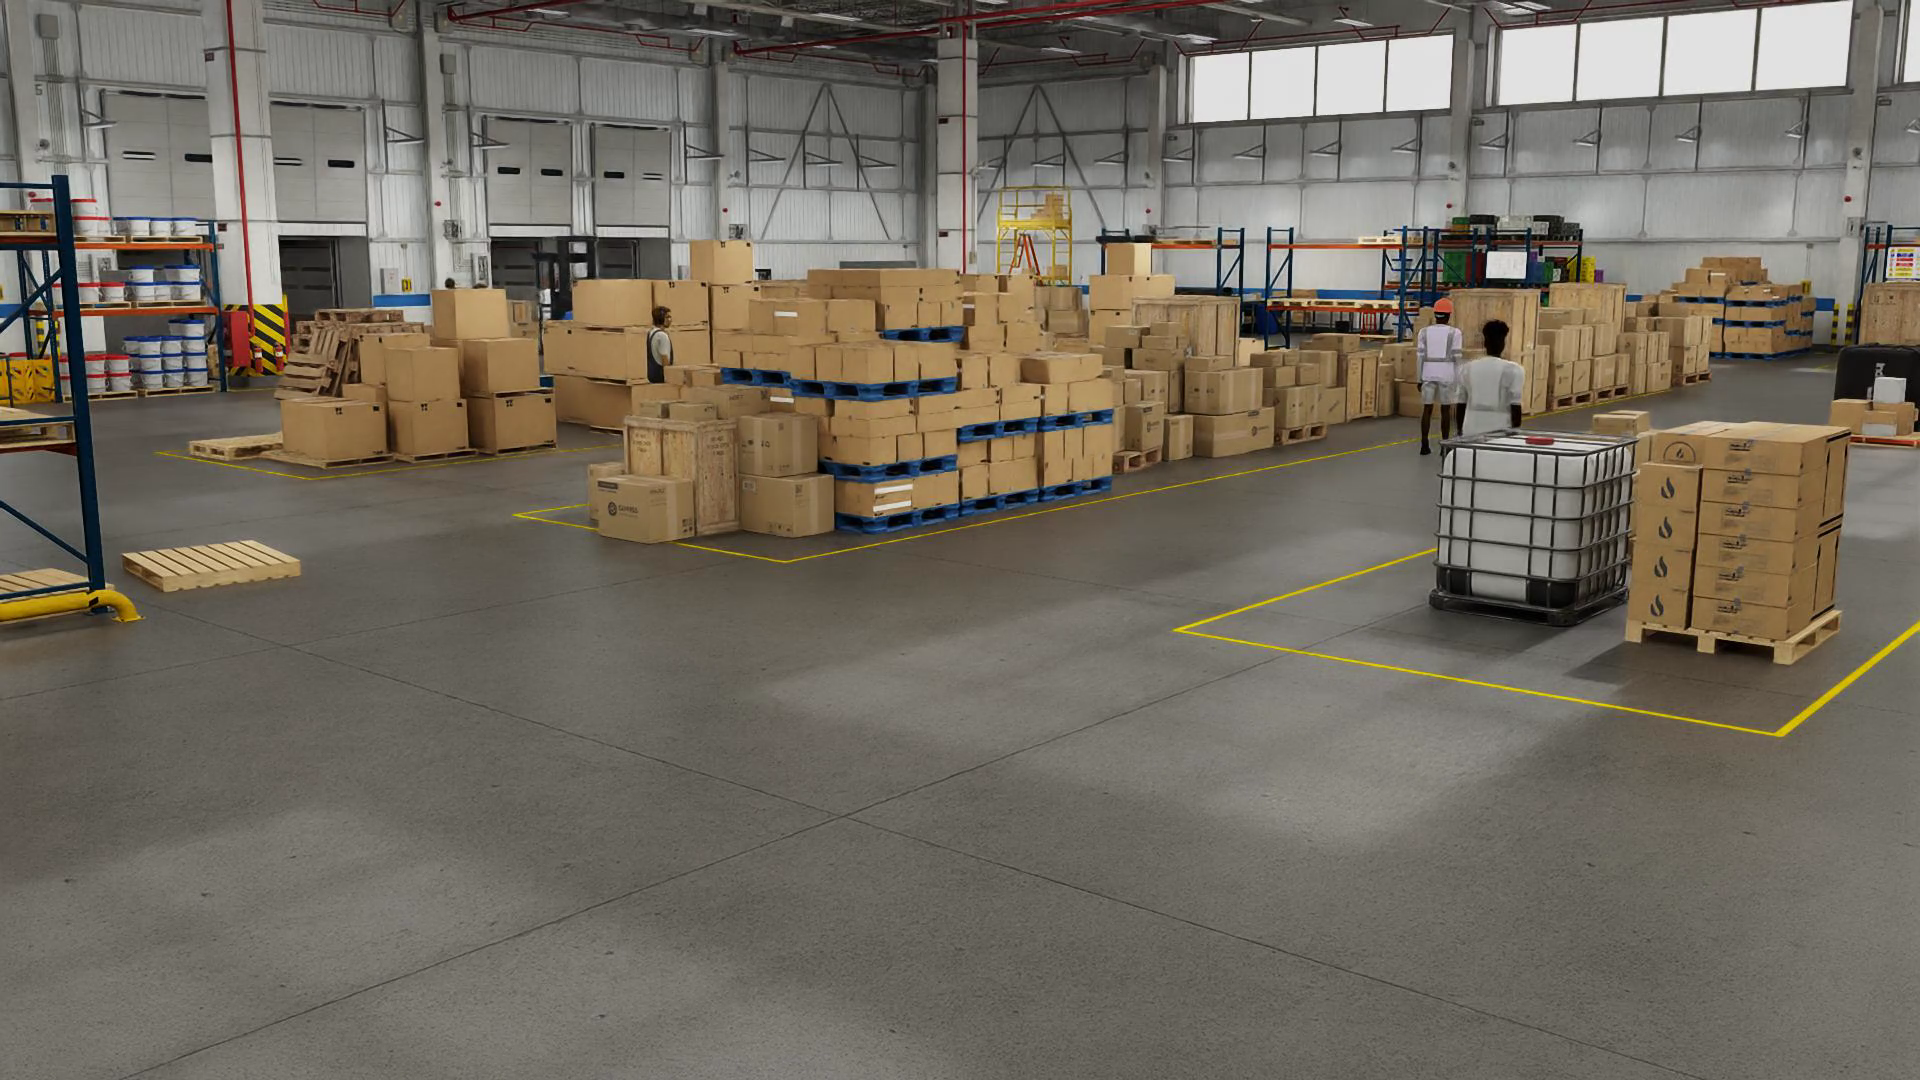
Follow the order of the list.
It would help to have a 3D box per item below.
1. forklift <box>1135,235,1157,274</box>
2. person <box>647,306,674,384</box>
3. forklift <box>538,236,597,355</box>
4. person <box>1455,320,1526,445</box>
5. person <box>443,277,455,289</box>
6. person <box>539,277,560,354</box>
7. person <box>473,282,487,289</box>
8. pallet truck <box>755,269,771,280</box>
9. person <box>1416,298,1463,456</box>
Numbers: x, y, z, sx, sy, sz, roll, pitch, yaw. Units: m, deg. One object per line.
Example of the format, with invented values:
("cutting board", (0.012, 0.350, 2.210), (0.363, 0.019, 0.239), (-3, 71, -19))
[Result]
("forklift", (4.196, -5.547, 37.973), (1.873, 2.768, 1.129), (2, 10, 14))
("person", (-3.668, -1.953, 20.462), (0.329, 1.842, 0.517), (-6, 12, -31))
("forklift", (-8.868, -5.681, 38.740), (1.873, 2.768, 1.129), (8, 13, 40))
("person", (4.591, -0.927, 14.357), (0.632, 1.928, 0.823), (8, 13, 38))
("person", (-10.902, -4.713, 35.951), (0.555, 1.923, 0.650), (0, 10, -2))
("person", (-9.611, -5.260, 39.249), (0.601, 1.856, 0.460), (4, 11, 21))
("person", (-8.851, -3.806, 30.768), (0.625, 1.927, 0.545), (-3, 10, -18))
("pallet truck", (-4.996, -6.432, 45.525), (1.885, 1.965, 0.823), (-6, 12, -32))
("person", (5.897, -2.000, 20.460), (0.551, 1.936, 0.357), (6, 12, 31))
